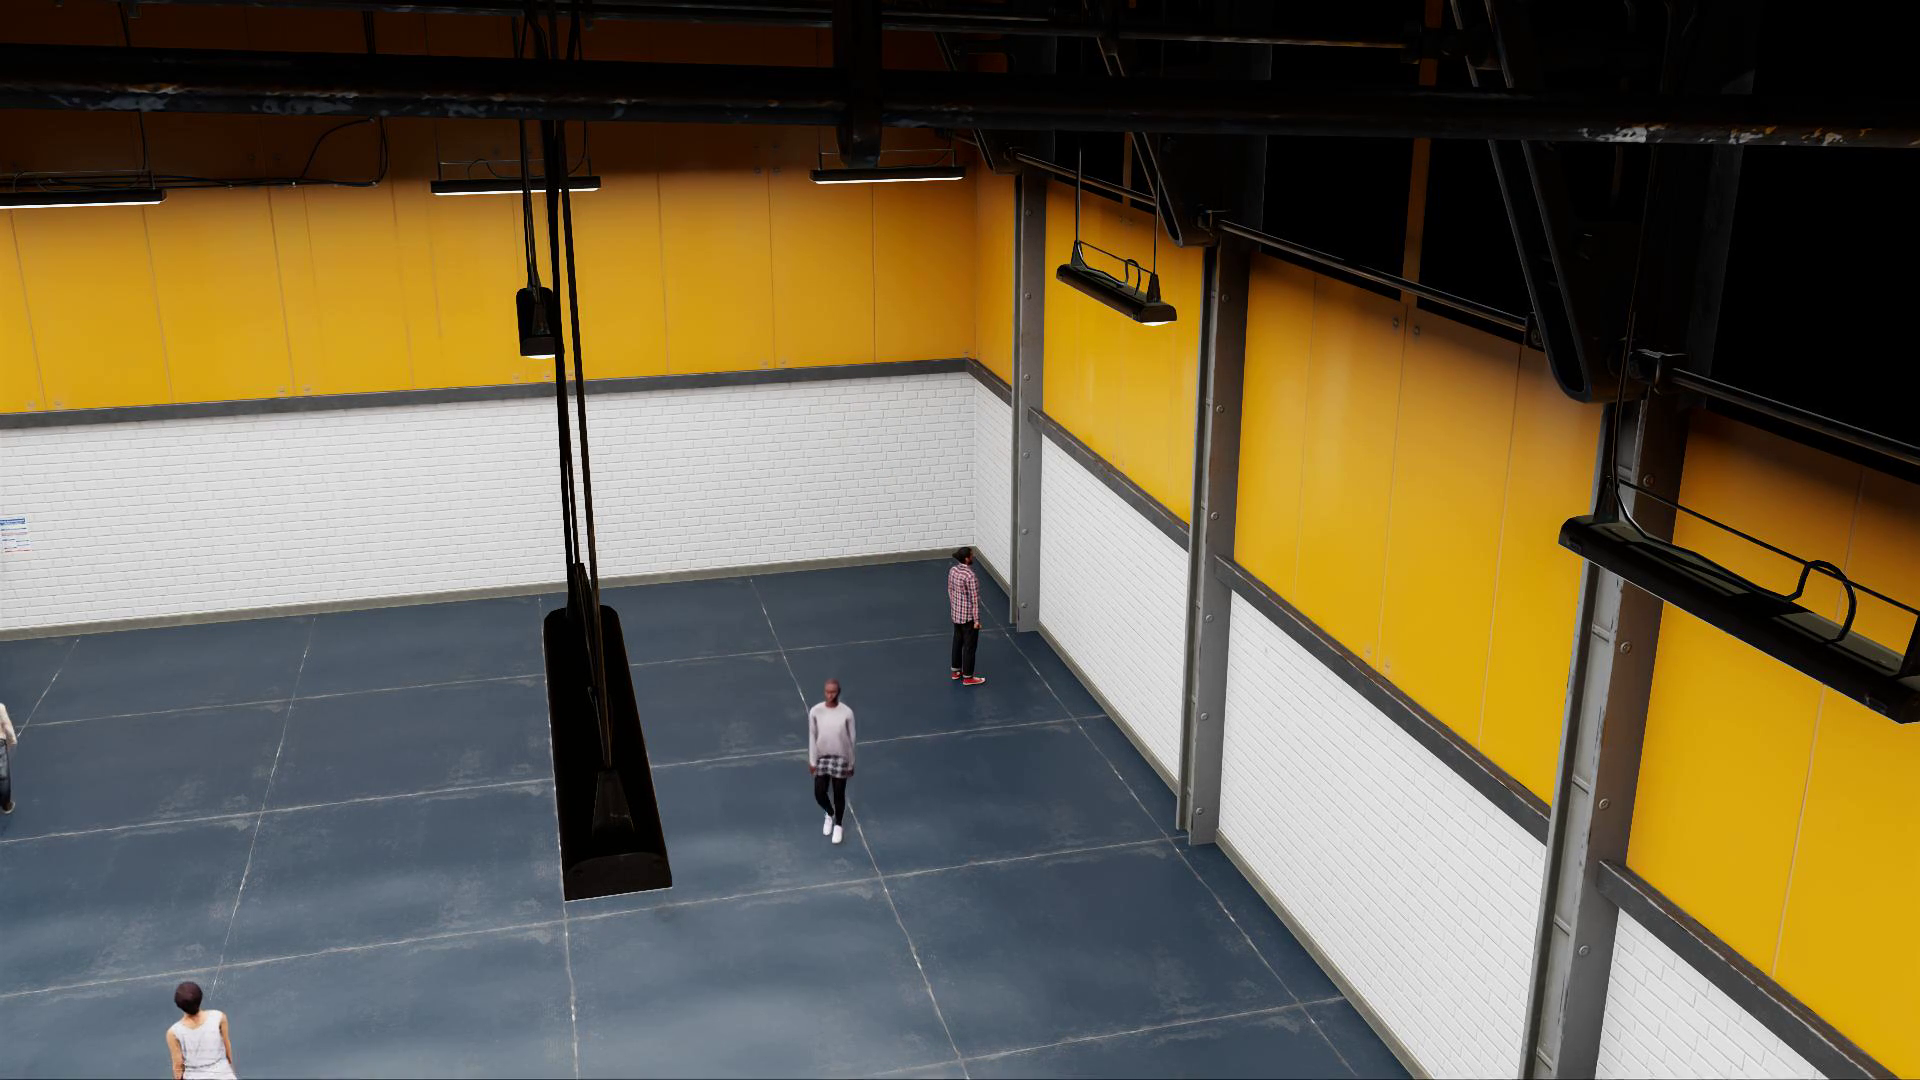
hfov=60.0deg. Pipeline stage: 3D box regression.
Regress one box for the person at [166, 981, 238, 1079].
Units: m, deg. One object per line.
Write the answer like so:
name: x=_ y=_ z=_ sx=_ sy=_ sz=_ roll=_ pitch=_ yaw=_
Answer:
person: x=-5.365 y=3.907 z=11.891 sx=0.687 sy=1.577 sz=1.029 roll=-9 pitch=21 yaw=-25

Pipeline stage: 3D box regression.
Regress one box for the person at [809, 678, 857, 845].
person: x=-1.269 y=2.178 z=16.736 sx=0.732 sy=1.762 sz=0.747 roll=1 pitch=19 yaw=3

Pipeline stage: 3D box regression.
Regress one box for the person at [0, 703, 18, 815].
person: x=-10.045 y=2.172 z=17.240 sx=0.591 sy=1.450 sz=0.660 roll=-7 pitch=20 yaw=-19

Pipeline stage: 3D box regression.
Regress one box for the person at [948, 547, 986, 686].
person: x=0.067 y=0.910 z=20.500 sx=0.835 sy=1.761 sz=0.666 roll=-14 pitch=23 yaw=-35
